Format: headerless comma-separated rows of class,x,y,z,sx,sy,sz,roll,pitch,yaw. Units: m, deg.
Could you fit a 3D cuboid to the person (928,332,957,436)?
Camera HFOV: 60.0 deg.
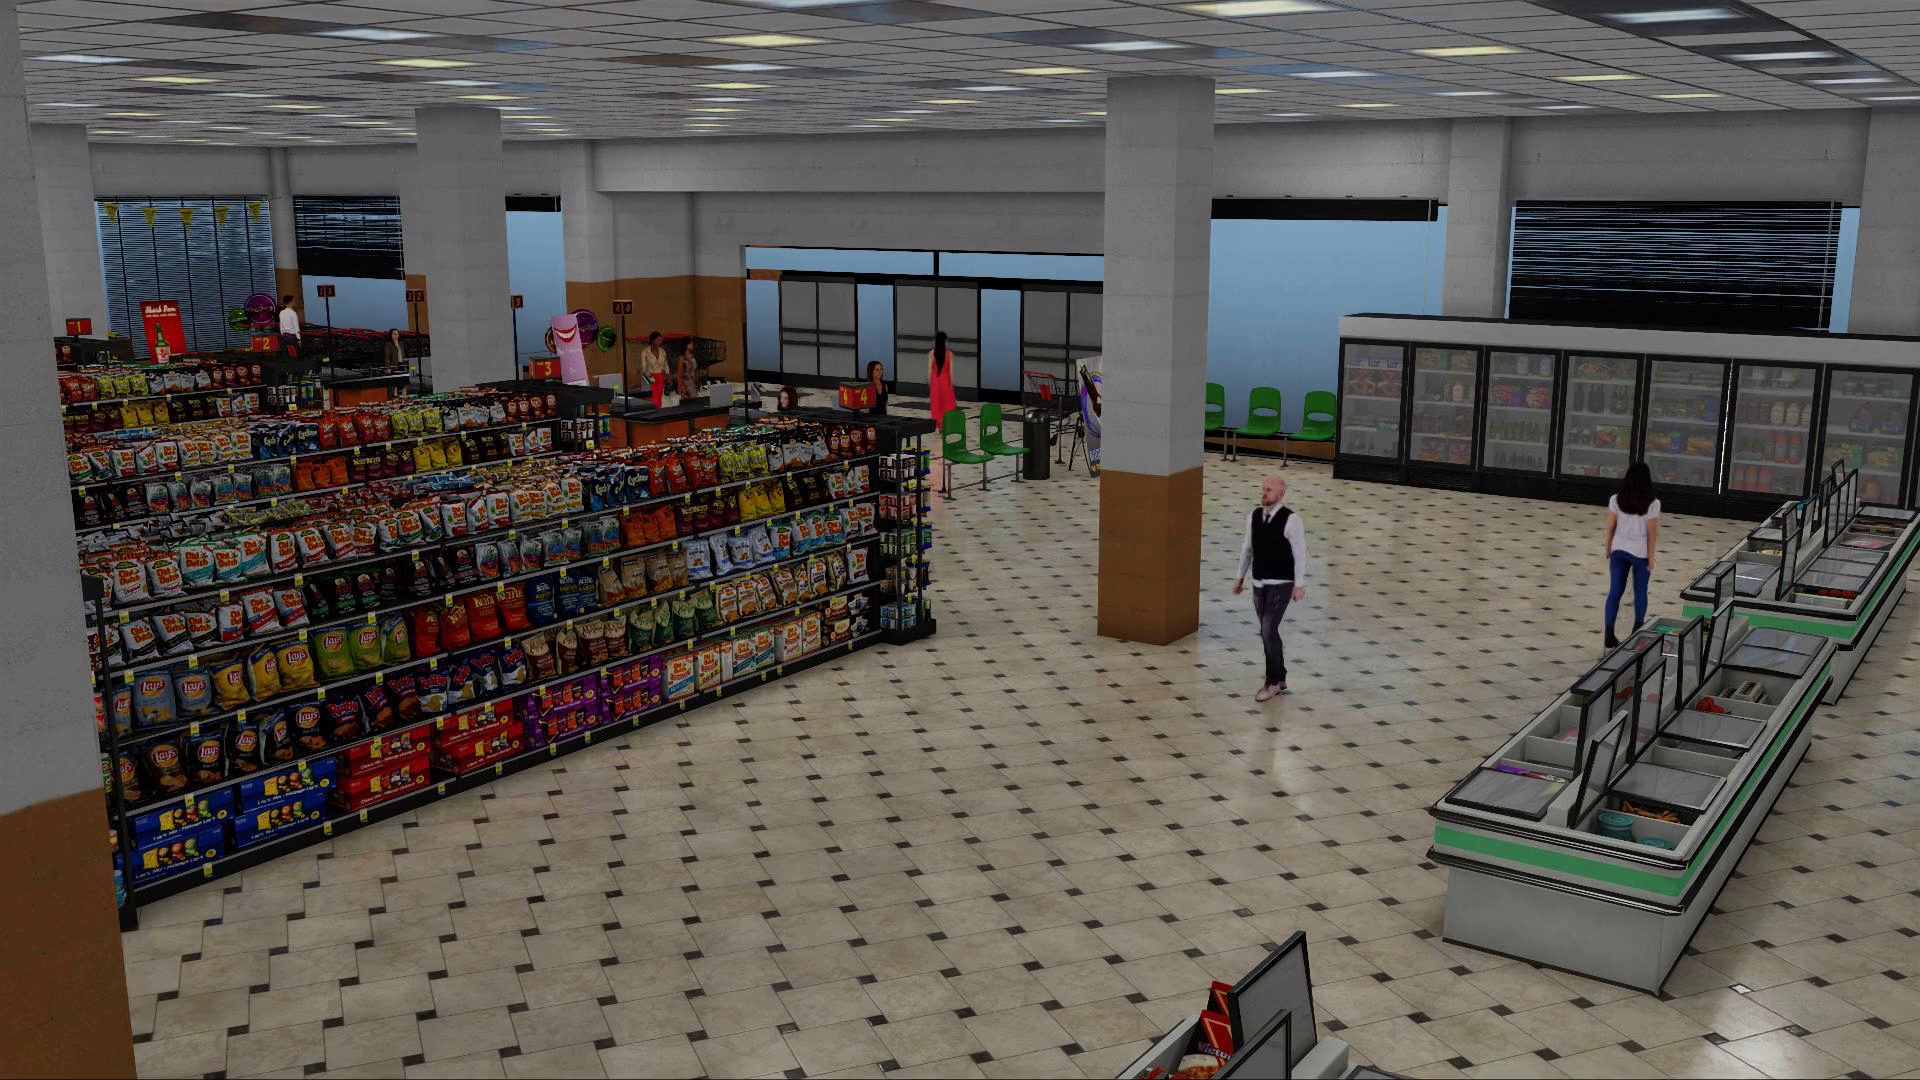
person,-0.323,-2.602,27.736,0.837,1.713,0.925,0,12,1

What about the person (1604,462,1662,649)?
person,5.866,0.192,14.642,0.617,1.639,1.094,9,15,36

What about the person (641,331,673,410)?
person,-5.030,-2.508,27.235,1.112,1.734,0.838,-10,15,-39

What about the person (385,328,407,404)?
person,-10.665,-3.241,31.472,0.654,1.424,0.443,7,14,31

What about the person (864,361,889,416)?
person,-1.113,-1.451,21.972,0.667,1.835,0.507,11,16,43

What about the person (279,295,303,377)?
person,-14.131,-4.233,35.105,0.656,1.869,0.615,6,13,25

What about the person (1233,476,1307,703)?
person,2.574,0.377,13.372,0.885,1.802,0.826,-8,15,-35

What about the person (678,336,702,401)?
person,-4.631,-2.579,27.811,0.792,1.636,0.710,4,13,20
